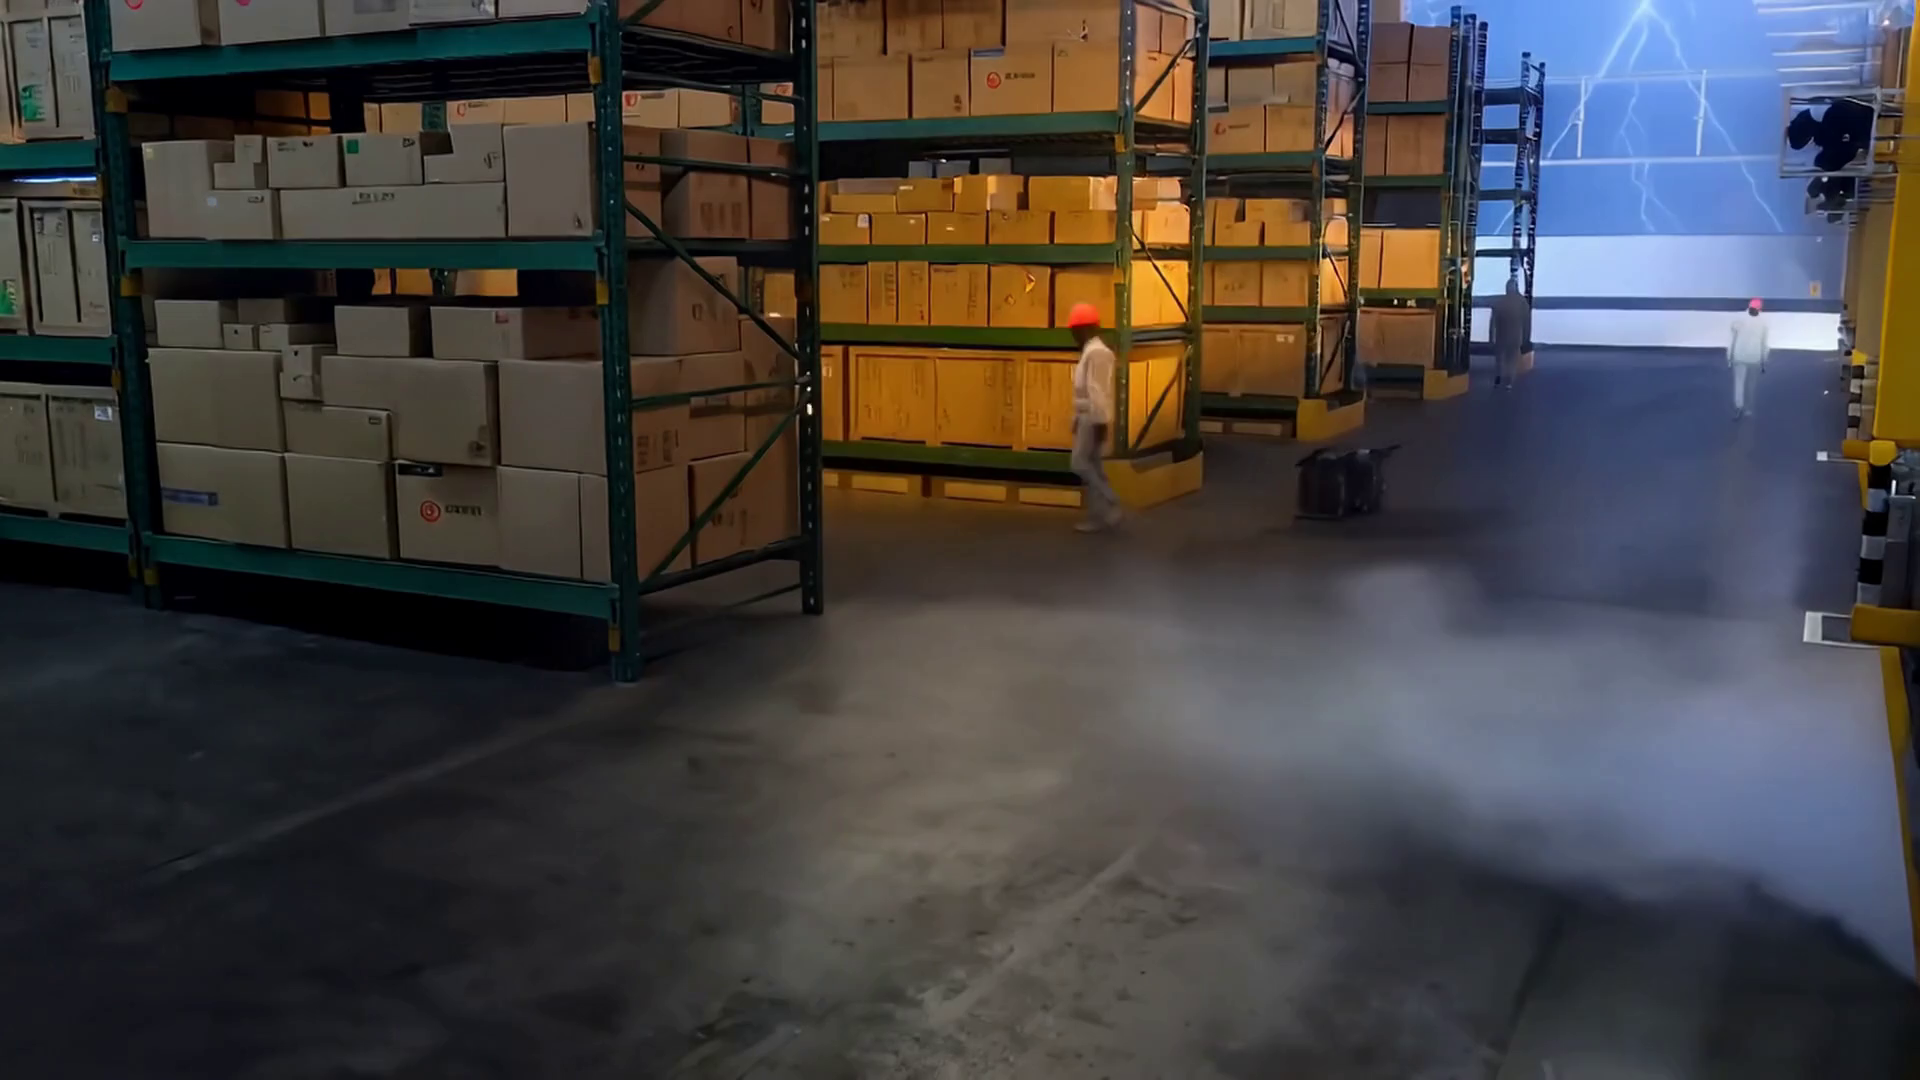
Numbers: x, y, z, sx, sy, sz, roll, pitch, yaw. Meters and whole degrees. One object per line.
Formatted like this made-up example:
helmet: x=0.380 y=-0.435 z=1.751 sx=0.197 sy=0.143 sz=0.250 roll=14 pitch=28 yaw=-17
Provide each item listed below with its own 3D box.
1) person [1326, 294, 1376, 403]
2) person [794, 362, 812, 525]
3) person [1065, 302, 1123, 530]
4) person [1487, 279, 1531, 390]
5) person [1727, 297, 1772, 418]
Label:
person: x=6.038 y=-2.985 z=25.923 sx=0.830 sy=1.710 sz=0.486 roll=4 pitch=11 yaw=23
person: x=-1.663 y=-1.011 z=14.297 sx=0.936 sy=1.772 sz=0.607 roll=3 pitch=10 yaw=19
person: x=1.088 y=-1.023 z=13.929 sx=0.445 sy=1.926 sz=0.638 roll=0 pitch=10 yaw=-3
person: x=9.397 y=-3.516 z=28.461 sx=0.688 sy=1.885 sz=0.593 roll=4 pitch=10 yaw=21
person: x=11.192 y=-2.588 z=23.621 sx=0.551 sy=1.711 sz=0.882 roll=4 pitch=11 yaw=24
